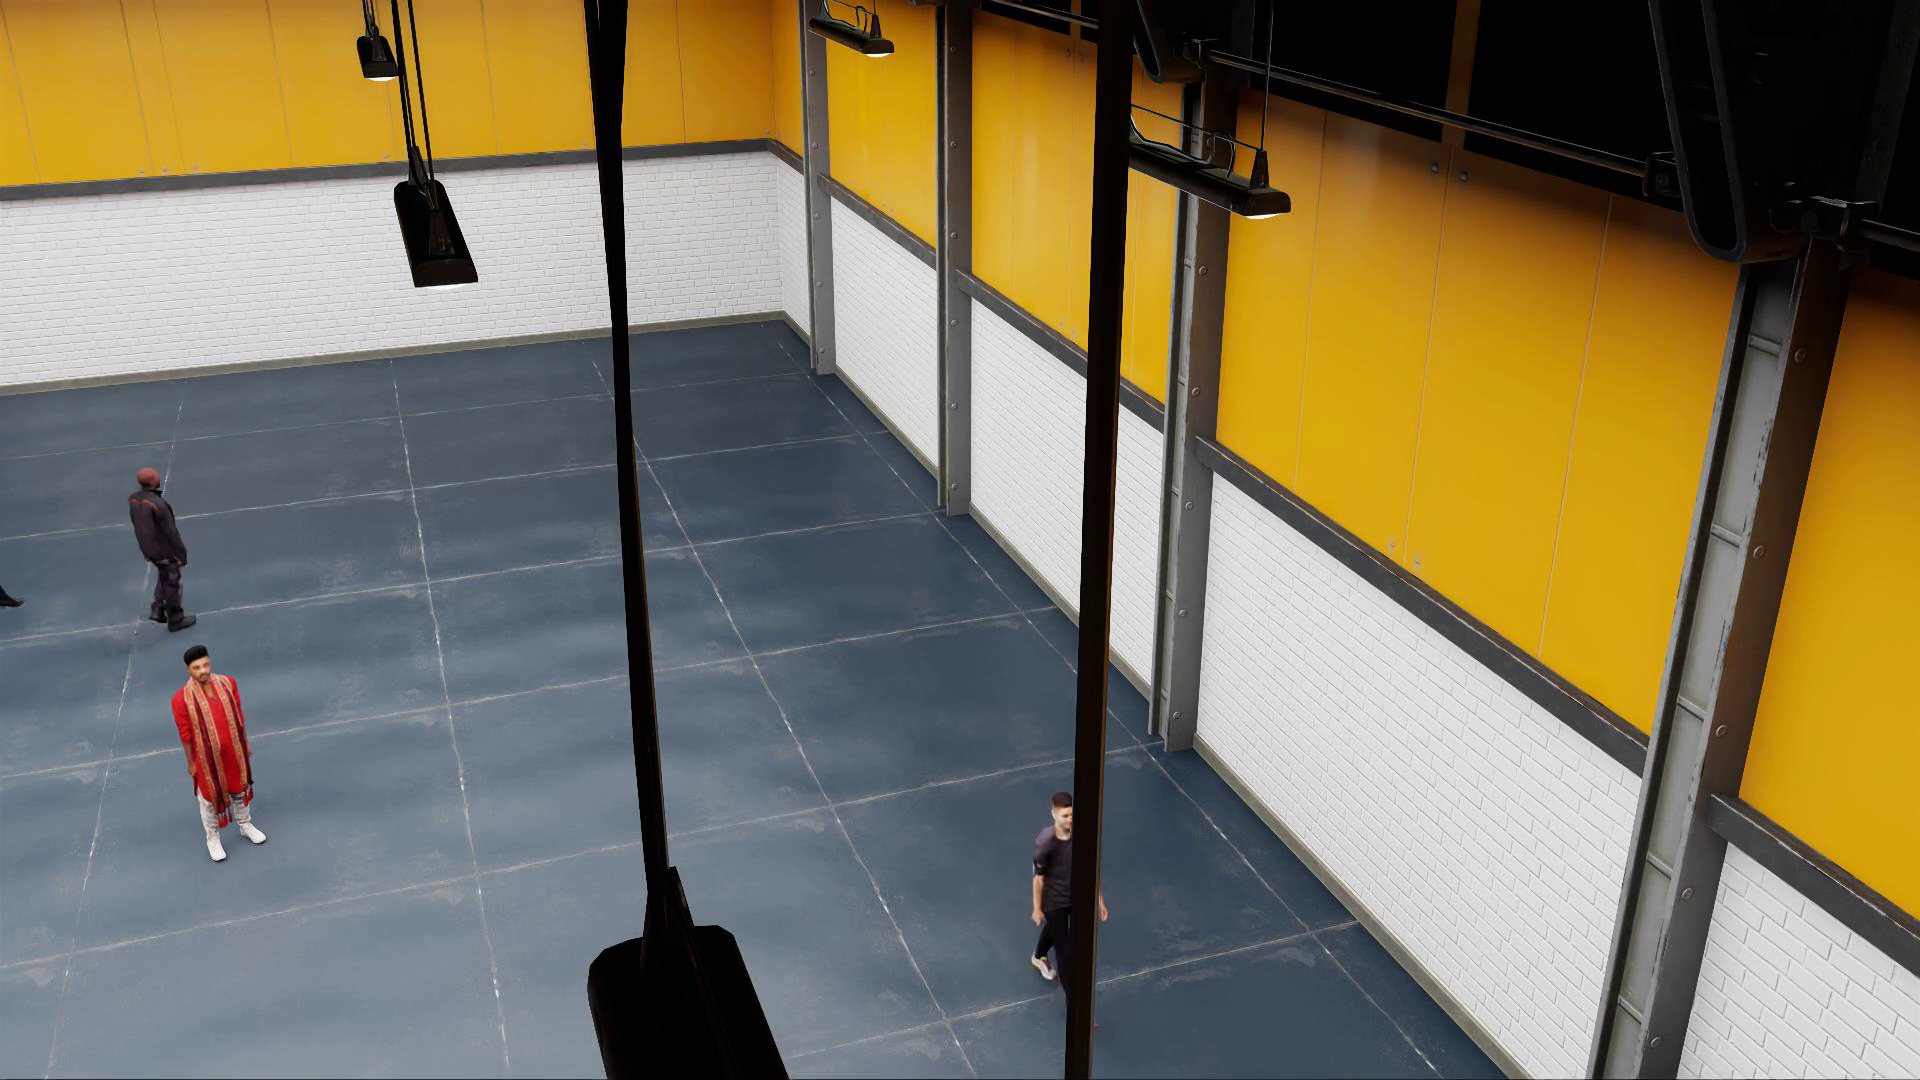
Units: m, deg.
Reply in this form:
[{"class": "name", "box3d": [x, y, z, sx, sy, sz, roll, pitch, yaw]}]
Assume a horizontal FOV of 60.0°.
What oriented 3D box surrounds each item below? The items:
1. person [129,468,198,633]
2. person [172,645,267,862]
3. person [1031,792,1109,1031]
[{"class": "person", "box3d": [-8.384, 0.131, 17.274, 0.880, 1.807, 0.942, 11, 26, 24]}, {"class": "person", "box3d": [-6.094, 1.695, 13.605, 0.762, 1.882, 0.775, 21, 31, 39]}, {"class": "person", "box3d": [0.696, 2.537, 11.886, 0.844, 1.716, 1.232, -15, 28, -31]}]
